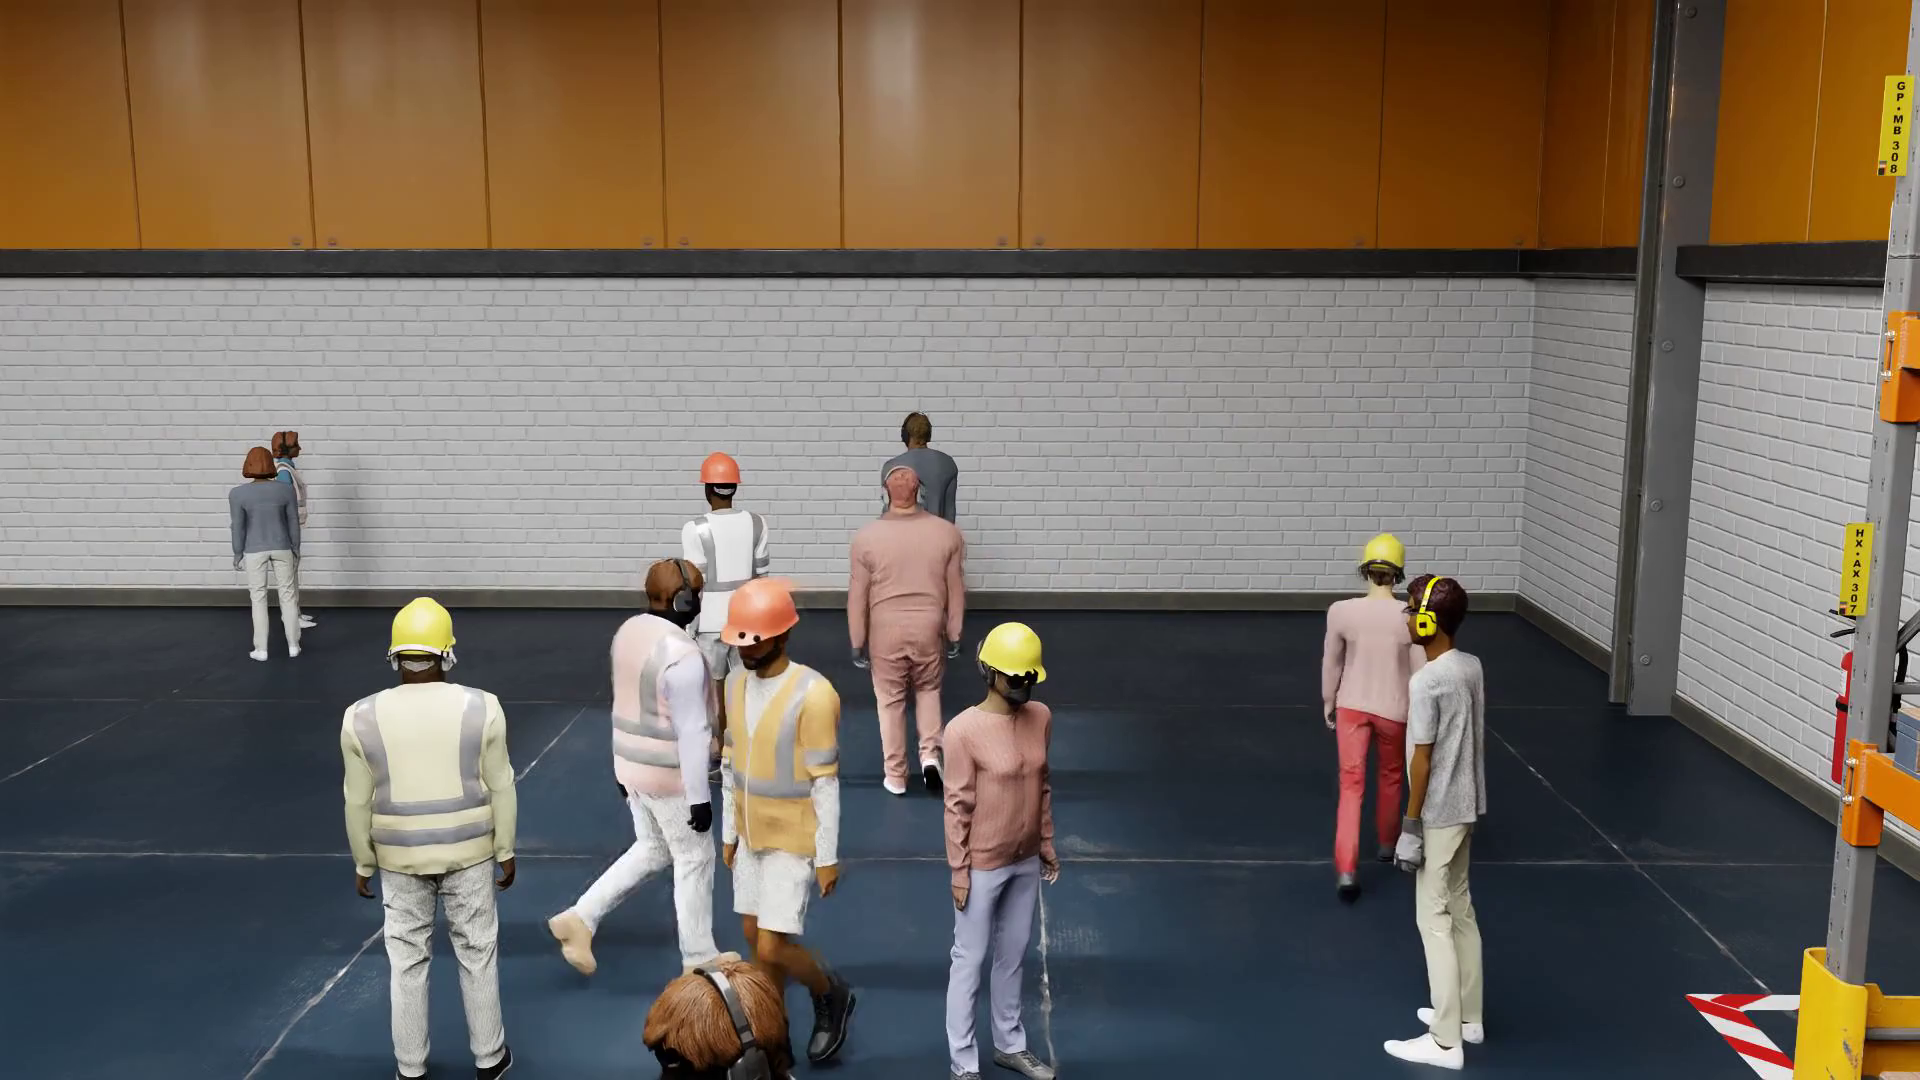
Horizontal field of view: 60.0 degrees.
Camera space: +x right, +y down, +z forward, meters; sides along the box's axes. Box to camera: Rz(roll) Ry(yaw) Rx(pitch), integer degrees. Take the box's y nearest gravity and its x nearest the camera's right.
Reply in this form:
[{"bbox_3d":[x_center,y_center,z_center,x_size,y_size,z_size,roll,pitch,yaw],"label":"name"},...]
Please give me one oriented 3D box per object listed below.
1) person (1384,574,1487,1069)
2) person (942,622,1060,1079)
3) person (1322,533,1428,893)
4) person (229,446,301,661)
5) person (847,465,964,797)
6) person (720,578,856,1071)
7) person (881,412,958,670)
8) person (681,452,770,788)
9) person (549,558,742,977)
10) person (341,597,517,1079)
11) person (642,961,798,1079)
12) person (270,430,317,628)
[{"bbox_3d":[1.832,1.055,6.334,0.372,1.856,0.525,7,12,36],"label":"person"},{"bbox_3d":[0.161,1.156,5.999,0.523,1.760,0.325,-9,13,-44],"label":"person"},{"bbox_3d":[2.010,0.828,8.095,0.534,1.718,0.942,4,10,21],"label":"person"},{"bbox_3d":[-5.280,0.102,12.674,0.498,1.634,0.278,-6,11,-32],"label":"person"},{"bbox_3d":[-0.313,0.521,9.374,0.666,1.895,0.427,-2,10,-13],"label":"person"},{"bbox_3d":[-0.670,1.066,6.054,0.570,1.915,0.470,9,13,43],"label":"person"},{"bbox_3d":[-0.312,0.026,12.225,0.631,1.940,0.372,-7,11,-34],"label":"person"},{"bbox_3d":[-1.370,0.458,9.637,0.551,1.934,0.373,-7,12,-36],"label":"person"},{"bbox_3d":[-1.296,0.980,6.886,0.680,1.816,0.659,-7,12,-35],"label":"person"},{"bbox_3d":[-1.900,1.113,6.020,0.588,1.835,0.403,-2,10,-12],"label":"person"},{"bbox_3d":[-0.376,1.626,2.981,0.429,1.831,0.634,-8,12,-40],"label":"person"},{"bbox_3d":[-5.566,-0.091,13.816,0.309,1.641,0.513,-4,10,-24],"label":"person"}]
